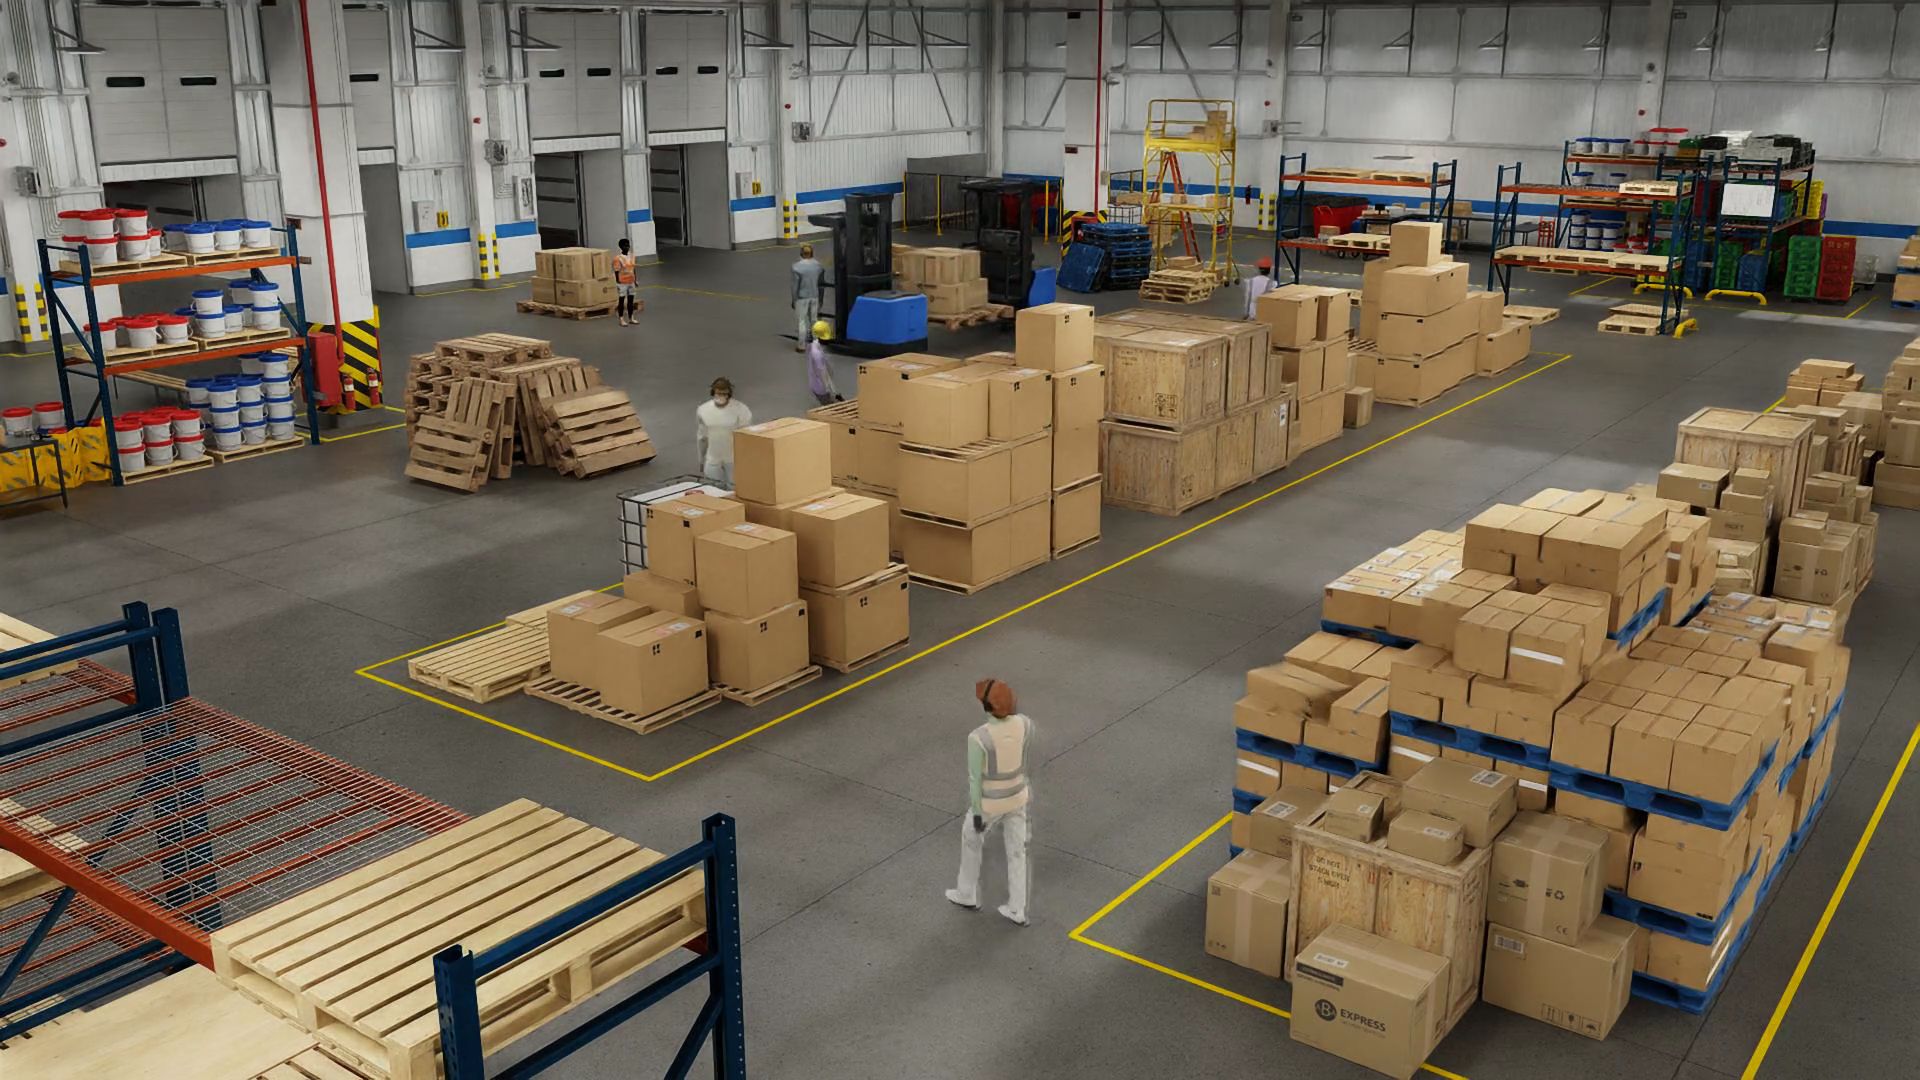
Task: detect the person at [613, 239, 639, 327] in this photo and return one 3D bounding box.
[{"bbox_3d":[-6.507,-5.025,32.429,0.316,1.696,0.541,13,21,36],"label":"person"}]

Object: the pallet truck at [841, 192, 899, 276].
[{"bbox_3d":[-1.936,-7.159,38.982,1.885,1.965,0.823,-12,21,-34],"label":"pallet truck"}]

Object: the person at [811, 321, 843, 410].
[{"bbox_3d":[-1.783,-2.031,22.248,0.414,1.864,0.698,-1,17,-3],"label":"person"}]

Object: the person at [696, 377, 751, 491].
[{"bbox_3d":[-2.581,-0.893,18.394,0.657,1.909,0.720,2,17,8],"label":"person"}]

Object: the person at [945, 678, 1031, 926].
[{"bbox_3d":[0.183,1.627,10.541,0.511,1.621,0.682,-12,20,-34],"label":"person"}]

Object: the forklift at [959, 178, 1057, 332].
[{"bbox_3d":[0.989,-5.591,32.289,1.129,2.768,1.873,12,21,35],"label":"forklift"}]

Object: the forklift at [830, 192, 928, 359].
[{"bbox_3d":[-1.567,-4.713,29.381,1.873,2.768,1.129,15,22,40],"label":"forklift"}]

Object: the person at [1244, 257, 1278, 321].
[{"bbox_3d":[5.126,-3.841,28.201,0.571,1.882,1.009,13,21,36],"label":"person"}]

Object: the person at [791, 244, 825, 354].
[{"bbox_3d":[-2.701,-4.280,29.575,0.638,1.928,0.373,-9,19,-28],"label":"person"}]
